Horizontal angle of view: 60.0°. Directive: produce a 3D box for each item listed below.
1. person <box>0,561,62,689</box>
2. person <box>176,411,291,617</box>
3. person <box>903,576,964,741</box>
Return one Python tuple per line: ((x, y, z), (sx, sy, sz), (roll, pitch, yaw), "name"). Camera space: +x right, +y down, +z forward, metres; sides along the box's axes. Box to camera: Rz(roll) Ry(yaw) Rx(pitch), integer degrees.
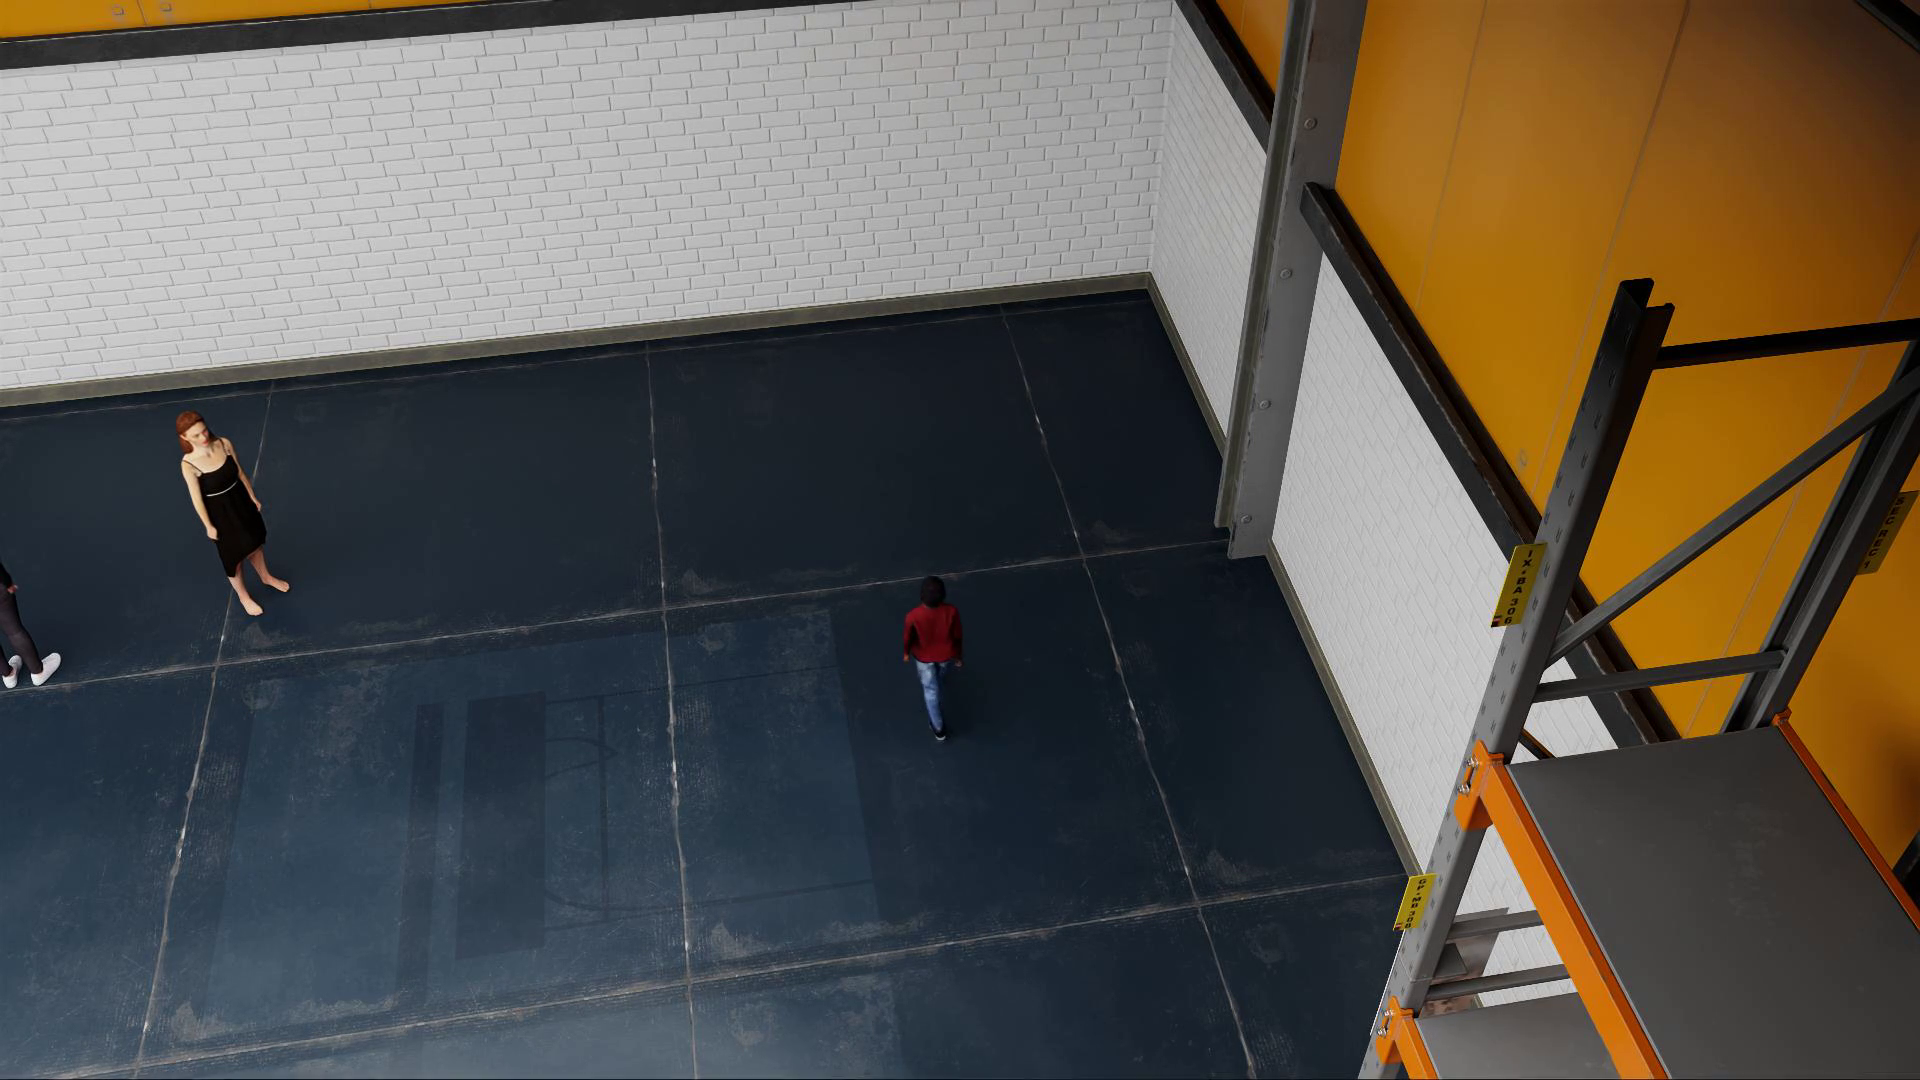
((-6.260, 0.305, 10.568), (0.636, 1.688, 0.577), (-1, 44, -1), "person")
((-4.912, -0.211, 11.155), (0.747, 1.625, 0.679), (22, 48, 21), "person")
((-0.150, 0.748, 10.442), (0.558, 1.221, 0.880), (-11, 45, -11), "person")
